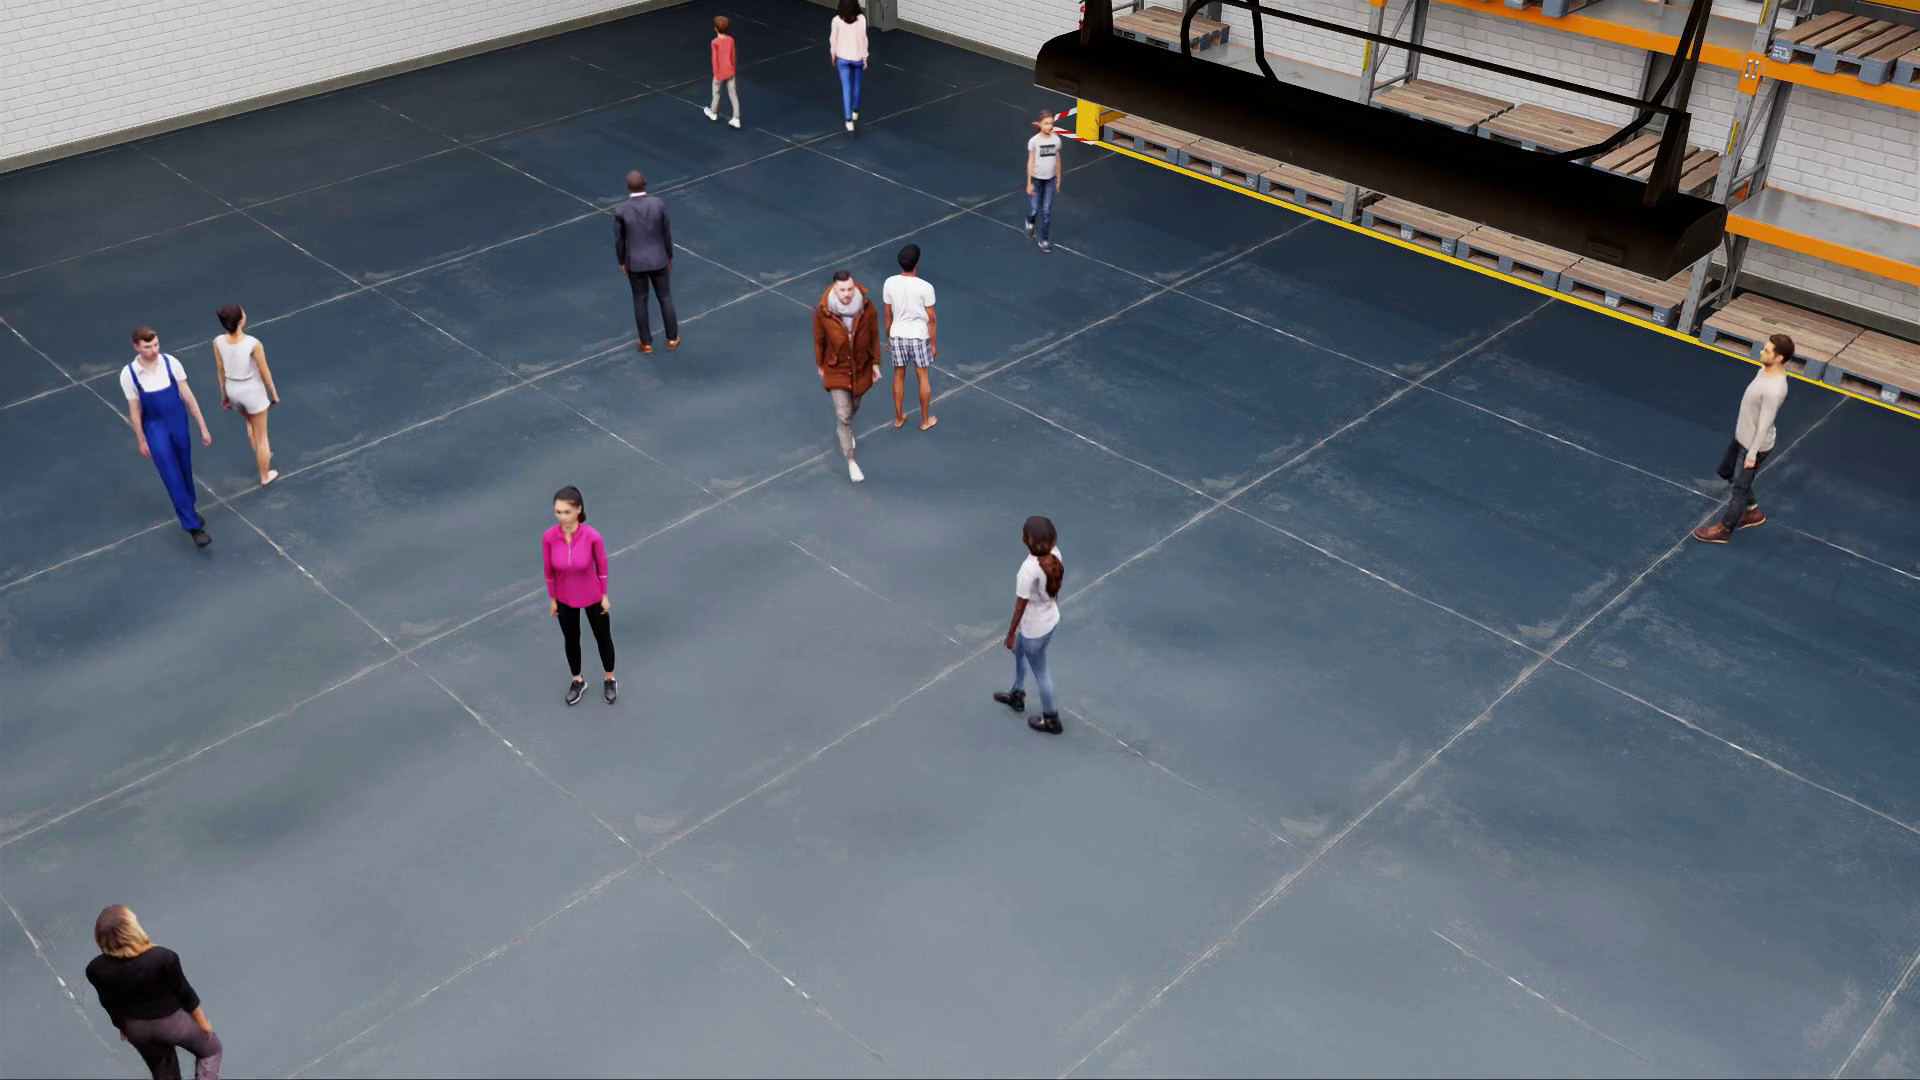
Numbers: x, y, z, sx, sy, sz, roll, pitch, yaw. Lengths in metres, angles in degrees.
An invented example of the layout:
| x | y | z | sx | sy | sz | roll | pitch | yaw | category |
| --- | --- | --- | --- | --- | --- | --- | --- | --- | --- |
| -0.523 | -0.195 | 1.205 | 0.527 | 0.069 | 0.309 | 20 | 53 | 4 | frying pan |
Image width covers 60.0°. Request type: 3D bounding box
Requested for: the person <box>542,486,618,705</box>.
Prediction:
| x | y | z | sx | sy | sz | roll | pitch | yaw | category |
| --- | --- | --- | --- | --- | --- | --- | --- | --- | --- |
| -2.612 | 0.380 | 11.451 | 0.687 | 1.699 | 0.741 | -2 | 34 | -2 | person |

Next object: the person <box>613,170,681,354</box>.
| x | y | z | sx | sy | sz | roll | pitch | yaw | category |
| --- | --- | --- | --- | --- | --- | --- | --- | --- | --- |
| -2.997 | -2.654 | 15.907 | 0.798 | 1.820 | 0.815 | -6 | 34 | -10 | person |

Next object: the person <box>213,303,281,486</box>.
| x | y | z | sx | sy | sz | roll | pitch | yaw | category |
| --- | --- | --- | --- | --- | --- | --- | --- | --- | --- |
| -5.993 | -1.182 | 13.895 | 0.778 | 1.596 | 0.832 | 4 | 34 | 6 | person |

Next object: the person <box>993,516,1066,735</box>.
| x | y | z | sx | sy | sz | roll | pitch | yaw | category |
| --- | --- | --- | --- | --- | --- | --- | --- | --- | --- |
| 0.592 | 0.601 | 11.110 | 0.894 | 1.709 | 0.749 | 16 | 37 | 22 | person |

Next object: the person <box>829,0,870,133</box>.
| x | y | z | sx | sy | sz | roll | pitch | yaw | category |
| --- | --- | --- | --- | --- | --- | --- | --- | --- | --- |
| -1.397 | -6.024 | 21.058 | 1.113 | 1.729 | 1.210 | -2 | 34 | -3 | person |

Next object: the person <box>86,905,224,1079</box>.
| x | y | z | sx | sy | sz | roll | pitch | yaw | category |
| --- | --- | --- | --- | --- | --- | --- | --- | --- | --- |
| -3.990 | 2.499 | 8.298 | 0.776 | 1.661 | 0.836 | -5 | 34 | -7 | person |

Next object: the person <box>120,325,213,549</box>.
| x | y | z | sx | sy | sz | roll | pitch | yaw | category |
| --- | --- | --- | --- | --- | --- | --- | --- | --- | --- |
| -6.343 | -0.901 | 13.264 | 0.639 | 1.826 | 1.019 | -28 | 43 | -35 | person |

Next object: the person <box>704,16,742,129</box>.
| x | y | z | sx | sy | sz | roll | pitch | yaw | category |
| --- | --- | --- | --- | --- | --- | --- | --- | --- | --- |
| -2.971 | -5.953 | 21.257 | 0.607 | 1.392 | 0.892 | -24 | 40 | -31 | person |

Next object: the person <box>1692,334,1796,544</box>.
| x | y | z | sx | sy | sz | roll | pitch | yaw | category |
| --- | --- | --- | --- | --- | --- | --- | --- | --- | --- |
| 6.290 | -0.764 | 13.025 | 0.923 | 1.863 | 0.856 | 8 | 34 | 11 | person |

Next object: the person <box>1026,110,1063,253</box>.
| x | y | z | sx | sy | sz | roll | pitch | yaw | category |
| --- | --- | --- | --- | --- | --- | --- | --- | --- | --- |
| 0.874 | -3.946 | 18.089 | 0.734 | 1.556 | 0.844 | -8 | 35 | -12 | person |

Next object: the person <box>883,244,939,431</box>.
| x | y | z | sx | sy | sz | roll | pitch | yaw | category |
| --- | --- | --- | --- | --- | --- | --- | --- | --- | --- |
| -0.442 | -1.779 | 14.668 | 0.627 | 1.734 | 0.766 | 11 | 35 | 16 | person |

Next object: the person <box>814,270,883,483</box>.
| x | y | z | sx | sy | sz | roll | pitch | yaw | category |
| --- | --- | --- | --- | --- | --- | --- | --- | --- | --- |
| -0.969 | -1.474 | 14.154 | 0.997 | 1.794 | 1.251 | -11 | 35 | -16 | person |
